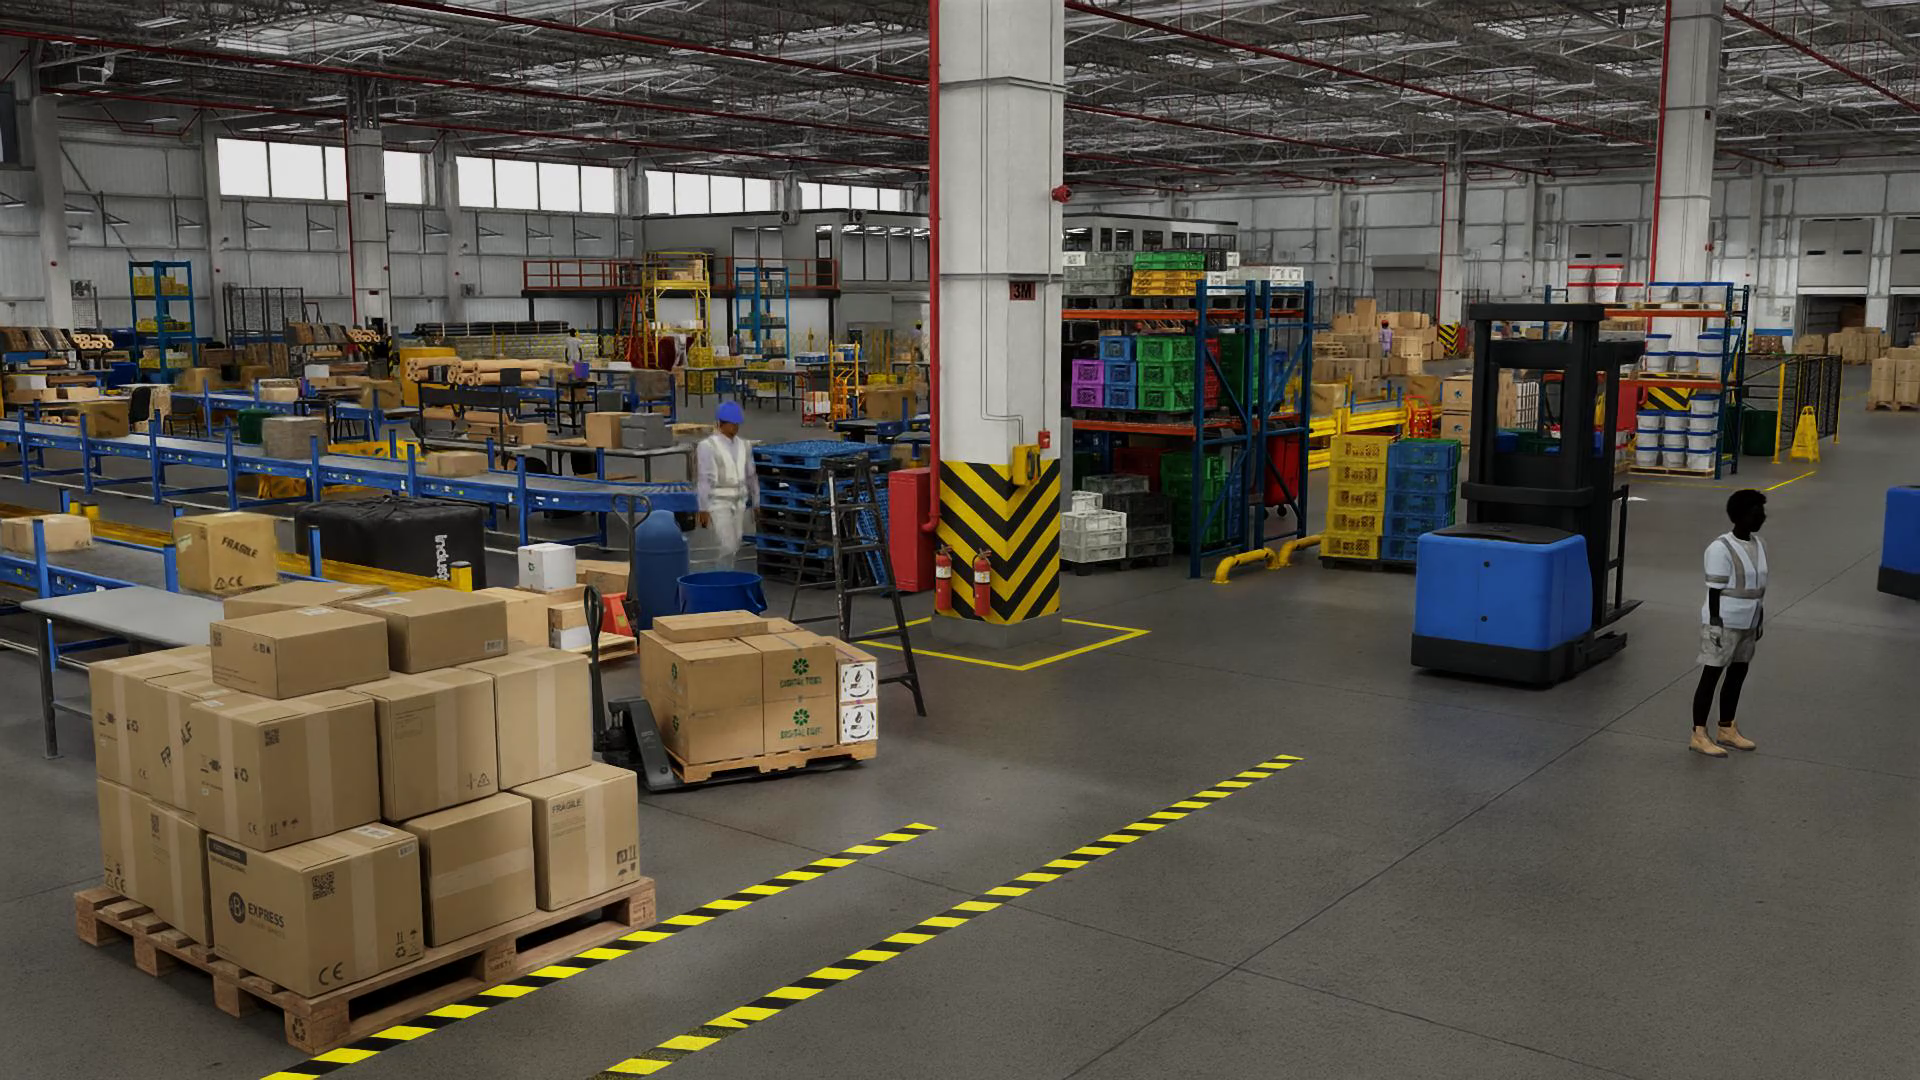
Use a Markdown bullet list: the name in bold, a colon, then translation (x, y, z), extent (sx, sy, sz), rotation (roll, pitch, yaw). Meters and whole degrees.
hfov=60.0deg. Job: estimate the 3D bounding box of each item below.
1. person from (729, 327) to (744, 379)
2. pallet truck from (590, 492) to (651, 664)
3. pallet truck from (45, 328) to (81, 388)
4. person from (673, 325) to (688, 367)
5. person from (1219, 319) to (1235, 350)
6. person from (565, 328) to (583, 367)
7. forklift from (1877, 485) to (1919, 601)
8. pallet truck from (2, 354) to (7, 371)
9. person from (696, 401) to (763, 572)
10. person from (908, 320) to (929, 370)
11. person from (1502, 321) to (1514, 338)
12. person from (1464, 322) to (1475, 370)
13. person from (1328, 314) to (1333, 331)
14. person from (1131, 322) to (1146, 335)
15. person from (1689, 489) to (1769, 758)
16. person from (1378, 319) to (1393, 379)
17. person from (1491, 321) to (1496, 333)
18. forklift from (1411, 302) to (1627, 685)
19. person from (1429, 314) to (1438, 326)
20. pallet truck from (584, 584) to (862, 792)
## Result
- **person**: translation (-7.519, -6.291, 56.081), extent (0.518, 1.756, 0.342), rotation (2, 9, 10)
- **pallet truck**: translation (-3.115, 0.344, 12.883), extent (0.653, 1.274, 1.630), rotation (7, 11, 37)
- **pallet truck**: translation (-23.775, -4.544, 43.495), extent (1.885, 1.965, 0.823), rotation (6, 10, 35)
- **person**: translation (-9.559, -6.448, 56.907), extent (0.987, 1.838, 0.587), rotation (7, 11, 39)
- **person**: translation (10.451, -7.698, 65.023), extent (0.653, 1.913, 0.810), rotation (3, 9, 18)
- **person**: translation (-11.479, -5.365, 49.478), extent (0.508, 1.865, 0.328), rotation (-1, 8, -5)
- **forklift**: translation (9.699, -0.802, 15.302), extent (1.873, 2.768, 1.129), rotation (-2, 9, -10)
- **pallet truck**: translation (-24.881, -4.417, 42.634), extent (1.885, 1.965, 0.823), rotation (8, 11, 41)
- **person**: translation (-2.074, -0.300, 15.132), extent (0.565, 1.918, 0.630), rotation (7, 11, 37)
- **person**: translation (-1.649, -7.378, 62.926), extent (0.886, 1.900, 0.585), rotation (4, 9, 26)
- **person**: translation (25.930, -9.642, 78.817), extent (0.534, 1.726, 0.930), rotation (-2, 9, -12)
- **person**: translation (19.312, -7.213, 62.055), extent (0.933, 1.839, 0.514), rotation (4, 9, 23)
- **person**: translation (18.468, -10.256, 82.161), extent (0.605, 1.948, 0.385), rotation (-4, 9, -26)
- **person**: translation (6.086, -6.503, 56.966), extent (0.561, 1.923, 0.696), rotation (-3, 9, -19)
- **person**: translation (4.853, 0.515, 10.431), extent (0.535, 1.694, 0.321), rotation (-5, 10, -30)
- **person**: translation (14.388, -6.484, 56.417), extent (0.615, 2.043, 0.373), rotation (-5, 10, -29)
- **person**: translation (25.799, -9.981, 80.529), extent (0.435, 1.886, 0.606), rotation (5, 10, 29)
- **forklift**: translation (4.379, -0.438, 12.852), extent (1.129, 2.768, 1.873), rotation (7, 11, 37)
- **person**: translation (22.454, -9.738, 78.744), extent (0.594, 1.924, 0.382), rotation (-5, 10, -30)
- **pallet truck**: translation (-1.426, 0.805, 10.019), extent (1.601, 1.201, 0.680), rotation (-4, 9, -26)
